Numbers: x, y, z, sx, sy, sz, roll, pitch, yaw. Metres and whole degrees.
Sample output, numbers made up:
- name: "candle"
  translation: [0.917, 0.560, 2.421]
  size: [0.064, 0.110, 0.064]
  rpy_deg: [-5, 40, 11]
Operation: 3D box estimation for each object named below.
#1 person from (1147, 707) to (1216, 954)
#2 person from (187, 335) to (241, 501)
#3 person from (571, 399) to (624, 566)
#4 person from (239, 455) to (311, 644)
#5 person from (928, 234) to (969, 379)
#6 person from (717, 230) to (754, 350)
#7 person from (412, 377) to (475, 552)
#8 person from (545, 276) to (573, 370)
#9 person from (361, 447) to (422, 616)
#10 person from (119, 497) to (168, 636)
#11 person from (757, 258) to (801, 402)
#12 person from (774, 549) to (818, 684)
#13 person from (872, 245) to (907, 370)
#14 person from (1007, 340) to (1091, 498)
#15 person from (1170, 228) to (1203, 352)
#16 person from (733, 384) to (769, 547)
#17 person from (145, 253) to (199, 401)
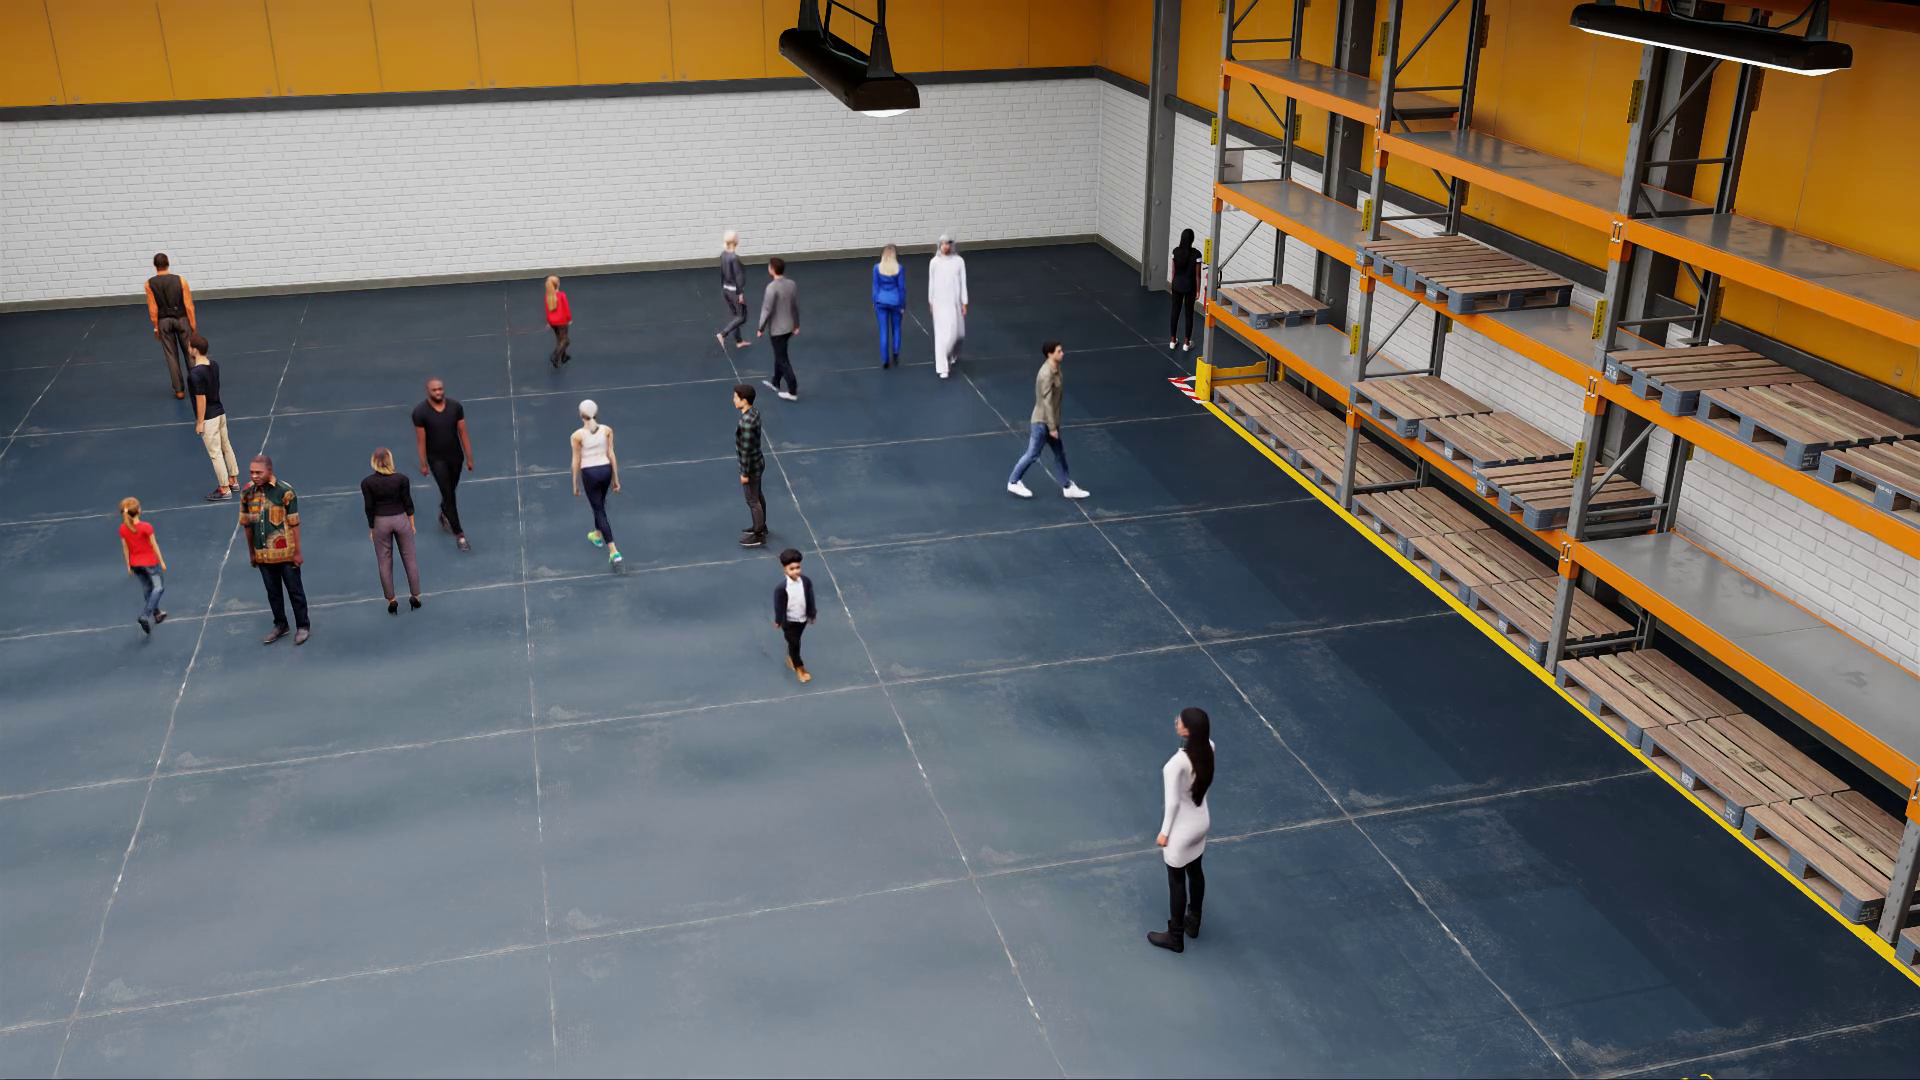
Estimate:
- name: "person"
  translation: [1.496, 1.899, 10.993]
  size: [0.706, 1.806, 0.691]
  rpy_deg: [20, 31, 38]
- name: "person"
  translation: [-8.282, -1.367, 18.399]
  size: [0.766, 1.859, 0.574]
  rpy_deg: [1, 24, 3]
- name: "person"
  translation: [-3.634, -0.545, 16.770]
  size: [0.888, 1.657, 1.261]
  rpy_deg: [-15, 28, -31]
- name: "person"
  translation: [-6.230, 0.074, 15.168]
  size: [0.787, 1.807, 0.777]
  rpy_deg: [1, 24, 3]
- name: "person"
  translation: [-0.156, -3.200, 22.532]
  size: [0.837, 1.907, 1.058]
  rpy_deg: [0, 24, -1]
- name: "person"
  translation: [-3.249, -3.509, 23.482]
  size: [0.874, 1.713, 0.893]
  rpy_deg: [-18, 29, -35]
- name: "person"
  translation: [-5.373, -0.835, 17.286]
  size: [0.961, 1.776, 1.282]
  rpy_deg: [-15, 28, -31]
- name: "person"
  translation: [-5.523, -2.981, 22.831]
  size: [0.778, 1.267, 0.902]
  rpy_deg: [8, 25, 18]
- name: "person"
  translation: [-5.362, -0.090, 15.711]
  size: [0.613, 1.672, 0.548]
  rpy_deg: [-9, 25, -20]
- name: "person"
  translation: [-7.575, 0.251, 15.402]
  size: [0.630, 1.296, 0.832]
  rpy_deg: [1, 24, 3]
- name: "person"
  translation: [-2.244, -2.691, 21.446]
  size: [1.099, 1.844, 1.031]
  rpy_deg: [13, 27, 28]
- name: "person"
  translation: [-1.480, 0.633, 14.650]
  size: [0.643, 1.197, 0.863]
  rpy_deg: [-13, 27, -27]
- name: "person"
  translation: [-0.981, -3.164, 22.741]
  size: [0.815, 1.673, 1.025]
  rpy_deg: [0, 24, 1]
- name: "person"
  translation: [0.853, -1.301, 18.300]
  size: [1.172, 1.817, 1.224]
  rpy_deg: [8, 25, 17]
- name: "person"
  translation: [3.182, -3.568, 23.596]
  size: [0.689, 1.729, 0.735]
  rpy_deg: [10, 26, 22]
- name: "person"
  translation: [-2.163, -0.795, 17.191]
  size: [0.754, 1.707, 0.584]
  rpy_deg: [0, 24, 0]
- name: "person"
  translation: [-10.189, -2.779, 21.569]
  size: [0.716, 1.907, 0.636]
  rpy_deg: [-9, 25, -20]
